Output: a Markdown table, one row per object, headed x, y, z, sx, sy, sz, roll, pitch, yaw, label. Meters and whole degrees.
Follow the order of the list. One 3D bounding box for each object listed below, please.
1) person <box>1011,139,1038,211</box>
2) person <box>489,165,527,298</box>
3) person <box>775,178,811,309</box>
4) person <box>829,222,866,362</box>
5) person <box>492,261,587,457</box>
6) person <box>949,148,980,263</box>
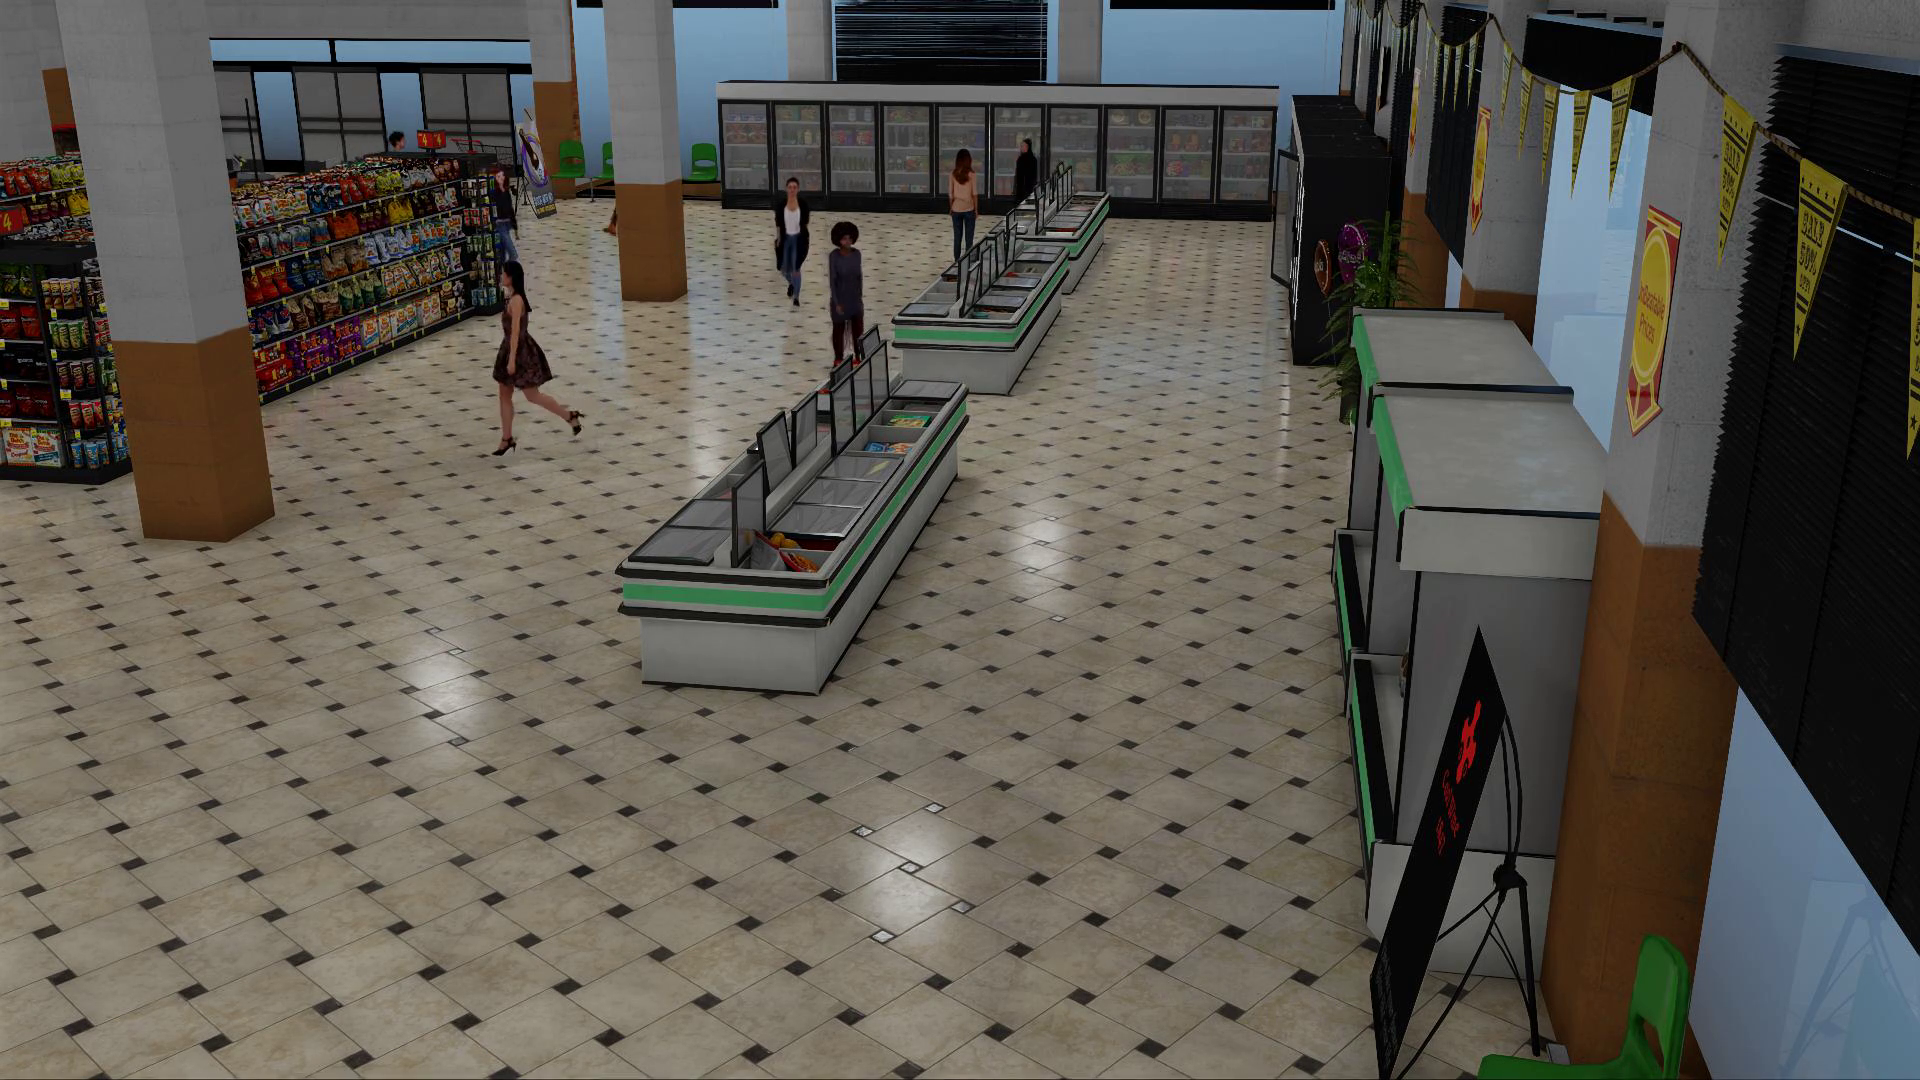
| x | y | z | sx | sy | sz | roll | pitch | yaw | label |
| --- | --- | --- | --- | --- | --- | --- | --- | --- | --- |
| 1.177 | -5.900 | 27.827 | 0.949 | 1.605 | 0.897 | -11 | 21 | -29 | person |
| -6.220 | -4.131 | 22.316 | 0.695 | 1.774 | 0.690 | 5 | 19 | 15 | person |
| -2.192 | -3.902 | 21.803 | 0.727 | 1.669 | 0.852 | -1 | 19 | -4 | person |
| -1.251 | -2.559 | 17.797 | 0.785 | 1.683 | 0.868 | -11 | 21 | -29 | person |
| -3.840 | -1.591 | 14.822 | 1.049 | 1.749 | 1.120 | -7 | 20 | -19 | person |
| 0.050 | -4.807 | 24.295 | 0.616 | 1.792 | 0.562 | 6 | 20 | 17 | person |
